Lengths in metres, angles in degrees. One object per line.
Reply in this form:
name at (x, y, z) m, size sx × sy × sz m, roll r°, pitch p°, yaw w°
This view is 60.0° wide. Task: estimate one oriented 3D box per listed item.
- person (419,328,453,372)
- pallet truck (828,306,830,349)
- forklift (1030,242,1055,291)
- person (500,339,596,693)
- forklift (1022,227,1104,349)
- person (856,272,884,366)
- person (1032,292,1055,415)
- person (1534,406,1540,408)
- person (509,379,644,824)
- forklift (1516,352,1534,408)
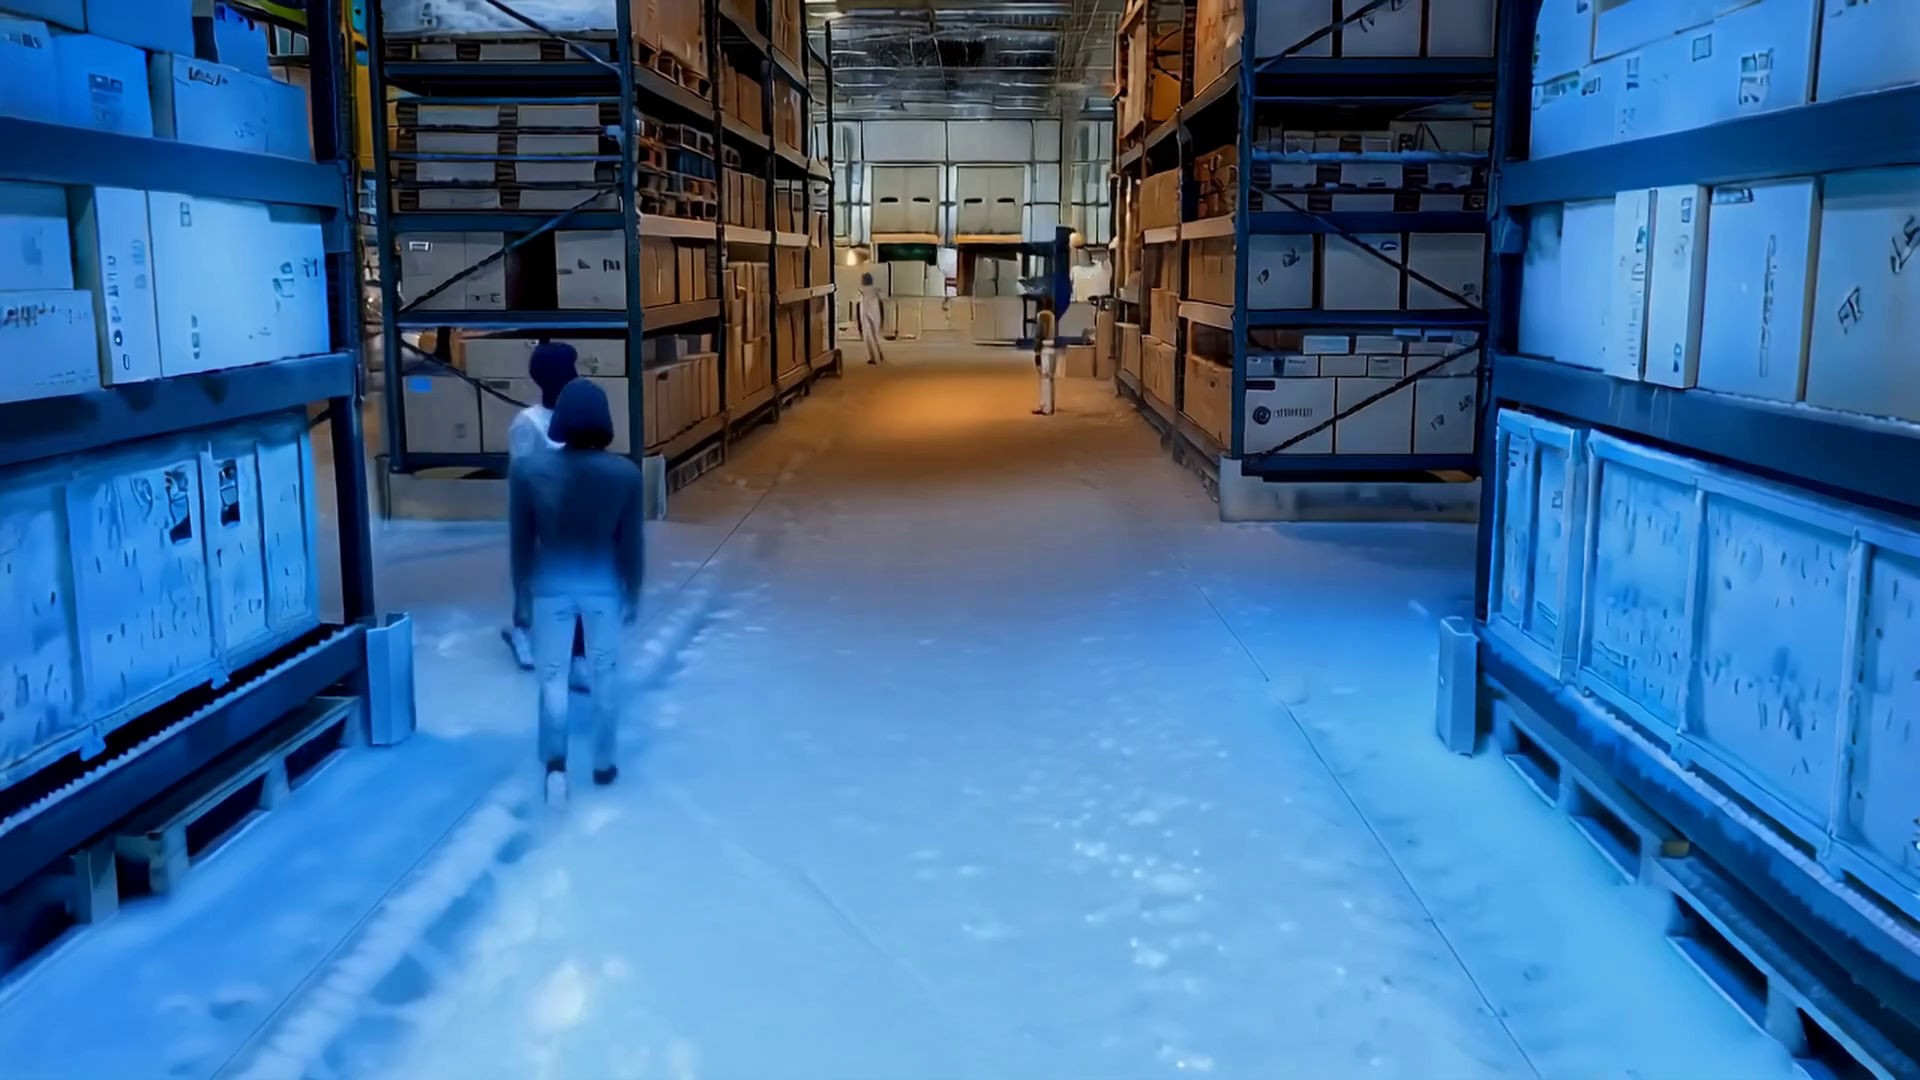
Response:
person at (-6.159, -2.200, 19.613) m, size 0.378 × 1.917 × 0.598 m, roll -7°, pitch 12°, yaw -37°
pallet truck at (-3.100, -3.940, 29.800) m, size 1.885 × 1.965 × 0.823 m, roll 3°, pitch 10°, yaw 19°
forklift at (3.230, -10.146, 64.339) m, size 1.129 × 2.768 × 1.873 m, roll 0°, pitch 9°, yaw 1°
person at (-1.957, -0.123, 7.919) m, size 0.758 × 1.673 × 0.541 m, roll 5°, pitch 11°, yaw 27°
forklift at (2.378, -5.842, 38.555) m, size 1.873 × 2.768 × 1.129 m, roll 0°, pitch 9°, yaw 0°
person at (-1.787, -4.352, 32.736) m, size 0.532 × 1.843 × 0.488 m, roll -4°, pitch 10°, yaw -20°
person at (1.117, -2.485, 22.166) m, size 0.311 × 1.636 × 0.523 m, roll 3°, pitch 10°, yaw 18°
person at (3.912, -0.643, 10.428) m, size 0.783 × 1.884 × 0.656 m, roll 2°, pitch 10°, yaw 9°
person at (-1.408, 0.209, 6.132) m, size 0.498 × 1.602 × 0.729 m, roll -2°, pitch 10°, yaw -10°
forklift at (6.376, -2.198, 16.727) m, size 1.129 × 2.768 × 1.873 m, roll 0°, pitch 9°, yaw 1°
